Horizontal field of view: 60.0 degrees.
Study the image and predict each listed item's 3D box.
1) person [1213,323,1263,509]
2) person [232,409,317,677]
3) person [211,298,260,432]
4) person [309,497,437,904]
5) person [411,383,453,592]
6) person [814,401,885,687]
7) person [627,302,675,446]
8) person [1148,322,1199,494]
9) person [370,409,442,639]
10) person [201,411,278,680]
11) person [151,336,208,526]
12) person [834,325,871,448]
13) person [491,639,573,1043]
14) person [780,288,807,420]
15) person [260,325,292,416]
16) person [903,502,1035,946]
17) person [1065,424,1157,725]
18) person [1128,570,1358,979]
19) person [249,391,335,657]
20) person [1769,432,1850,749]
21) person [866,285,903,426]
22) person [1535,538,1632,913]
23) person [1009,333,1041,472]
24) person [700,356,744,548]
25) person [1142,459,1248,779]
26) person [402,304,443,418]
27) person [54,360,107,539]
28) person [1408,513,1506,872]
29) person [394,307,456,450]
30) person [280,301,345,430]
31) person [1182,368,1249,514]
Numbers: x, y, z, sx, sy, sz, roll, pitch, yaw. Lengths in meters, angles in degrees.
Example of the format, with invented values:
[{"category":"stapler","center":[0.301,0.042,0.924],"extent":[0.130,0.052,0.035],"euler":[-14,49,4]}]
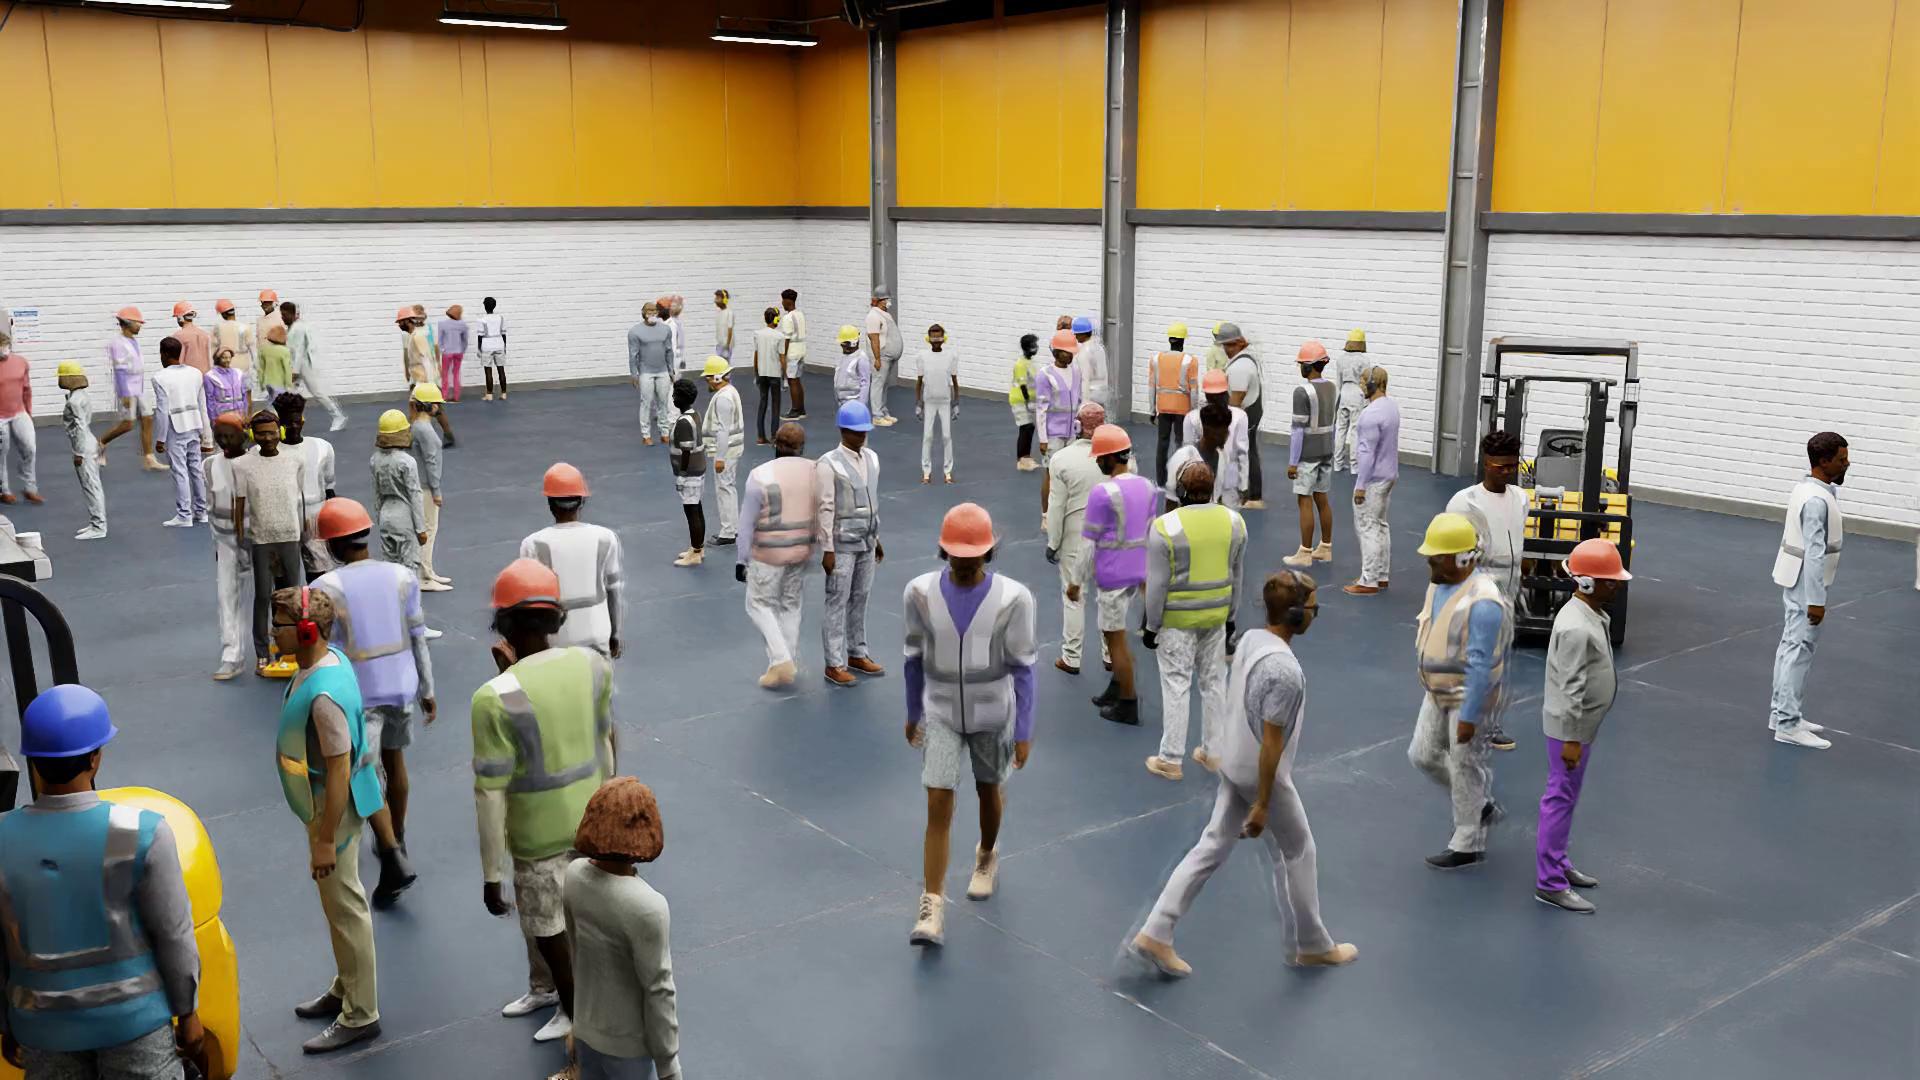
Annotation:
[{"category":"person","center":[2.880,-1.338,17.697],"extent":[0.831,2.000,0.714],"euler":[2,12,8]},{"category":"person","center":[-4.767,0.013,11.591],"extent":[0.534,1.868,0.310],"euler":[-7,14,-32]},{"category":"person","center":[-10.118,-2.409,23.197],"extent":[0.588,1.914,0.679],"euler":[-1,12,-4]},{"category":"person","center":[-2.781,0.747,7.999],"extent":[0.576,1.902,0.847],"euler":[-10,15,-39]},{"category":"person","center":[-4.481,-0.447,14.084],"extent":[0.343,1.763,0.527],"euler":[-5,13,-23]},{"category":"person","center":[-0.740,0.015,11.391],"extent":[0.395,1.943,0.615],"euler":[8,14,34]},{"category":"person","center":[-4.112,-2.217,22.231],"extent":[0.636,1.928,0.384],"euler":[-8,14,-34]},{"category":"person","center":[2.392,-1.464,18.582],"extent":[0.588,1.928,0.384],"euler":[7,13,29]},{"category":"person","center":[-4.190,-0.111,12.489],"extent":[0.486,1.746,0.290],"euler":[7,13,30]},{"category":"person","center":[-5.022,-0.007,11.751],"extent":[0.572,1.852,0.942],"euler":[0,12,1]},{"category":"person","center":[-7.870,-1.092,16.801],"extent":[0.392,1.922,0.593],"euler":[4,12,17]},{"category":"person","center":[-1.276,-1.618,19.584],"extent":[0.403,1.822,0.589],"euler":[-6,13,-28]},{"category":"person","center":[-1.669,1.162,6.620],"extent":[0.315,1.632,0.522],"euler":[-11,16,-42]},{"category":"person","center":[-2.491,-2.762,24.780],"extent":[0.373,1.956,0.615],"euler":[4,12,17]},{"category":"person","center":[-9.177,-2.056,22.207],"extent":[0.527,1.606,0.630],"euler":[6,13,27]},{"category":"person","center":[0.027,0.803,7.518],"extent":[0.623,1.974,1.057],"euler":[2,12,9]},{"category":"person","center":[0.935,0.214,10.550],"extent":[0.636,1.903,0.537],"euler":[10,15,40]},{"category":"person","center":[1.202,1.003,7.041],"extent":[1.012,1.792,0.498],"euler":[-3,12,-16]},{"category":"person","center":[-4.709,-0.084,11.824],"extent":[0.613,1.961,0.368],"euler":[-9,15,-38]},{"category":"person","center":[5.166,0.289,10.137],"extent":[0.391,1.920,0.593],"euler":[4,12,20]},{"category":"person","center":[-1.091,-2.692,24.237],"extent":[0.537,2.000,0.682],"euler":[2,12,10]},{"category":"person","center":[2.923,0.849,7.827],"extent":[0.339,1.752,0.564],"euler":[6,13,26]},{"category":"person","center":[0.808,-1.668,20.158],"extent":[0.376,1.681,0.539],"euler":[5,13,24]},{"category":"person","center":[-2.259,-0.845,15.861],"extent":[0.403,1.818,0.606],"euler":[-1,12,-3]},{"category":"person","center":[1.319,0.453,9.532],"extent":[0.627,1.844,0.429],"euler":[-5,13,-24]},{"category":"person","center":[-7.622,-2.436,23.528],"extent":[0.526,1.825,0.689],"euler":[-9,15,-38]},{"category":"person","center":[-8.572,-0.880,16.206],"extent":[0.322,1.743,0.489],"euler":[-4,12,-19]},{"category":"person","center":[2.447,0.753,8.182],"extent":[0.487,1.811,0.594],"euler":[-2,12,-12]},{"category":"person","center":[-7.126,-2.104,21.796],"extent":[0.958,1.866,0.602],"euler":[-4,12,-19]},{"category":"person","center":[-9.223,-2.430,23.449],"extent":[0.989,1.855,0.603],"euler":[-10,16,-41]},{"category":"person","center":[2.140,-0.510,14.017],"extent":[0.552,1.914,0.763],"euler":[0,12,-2]}]
